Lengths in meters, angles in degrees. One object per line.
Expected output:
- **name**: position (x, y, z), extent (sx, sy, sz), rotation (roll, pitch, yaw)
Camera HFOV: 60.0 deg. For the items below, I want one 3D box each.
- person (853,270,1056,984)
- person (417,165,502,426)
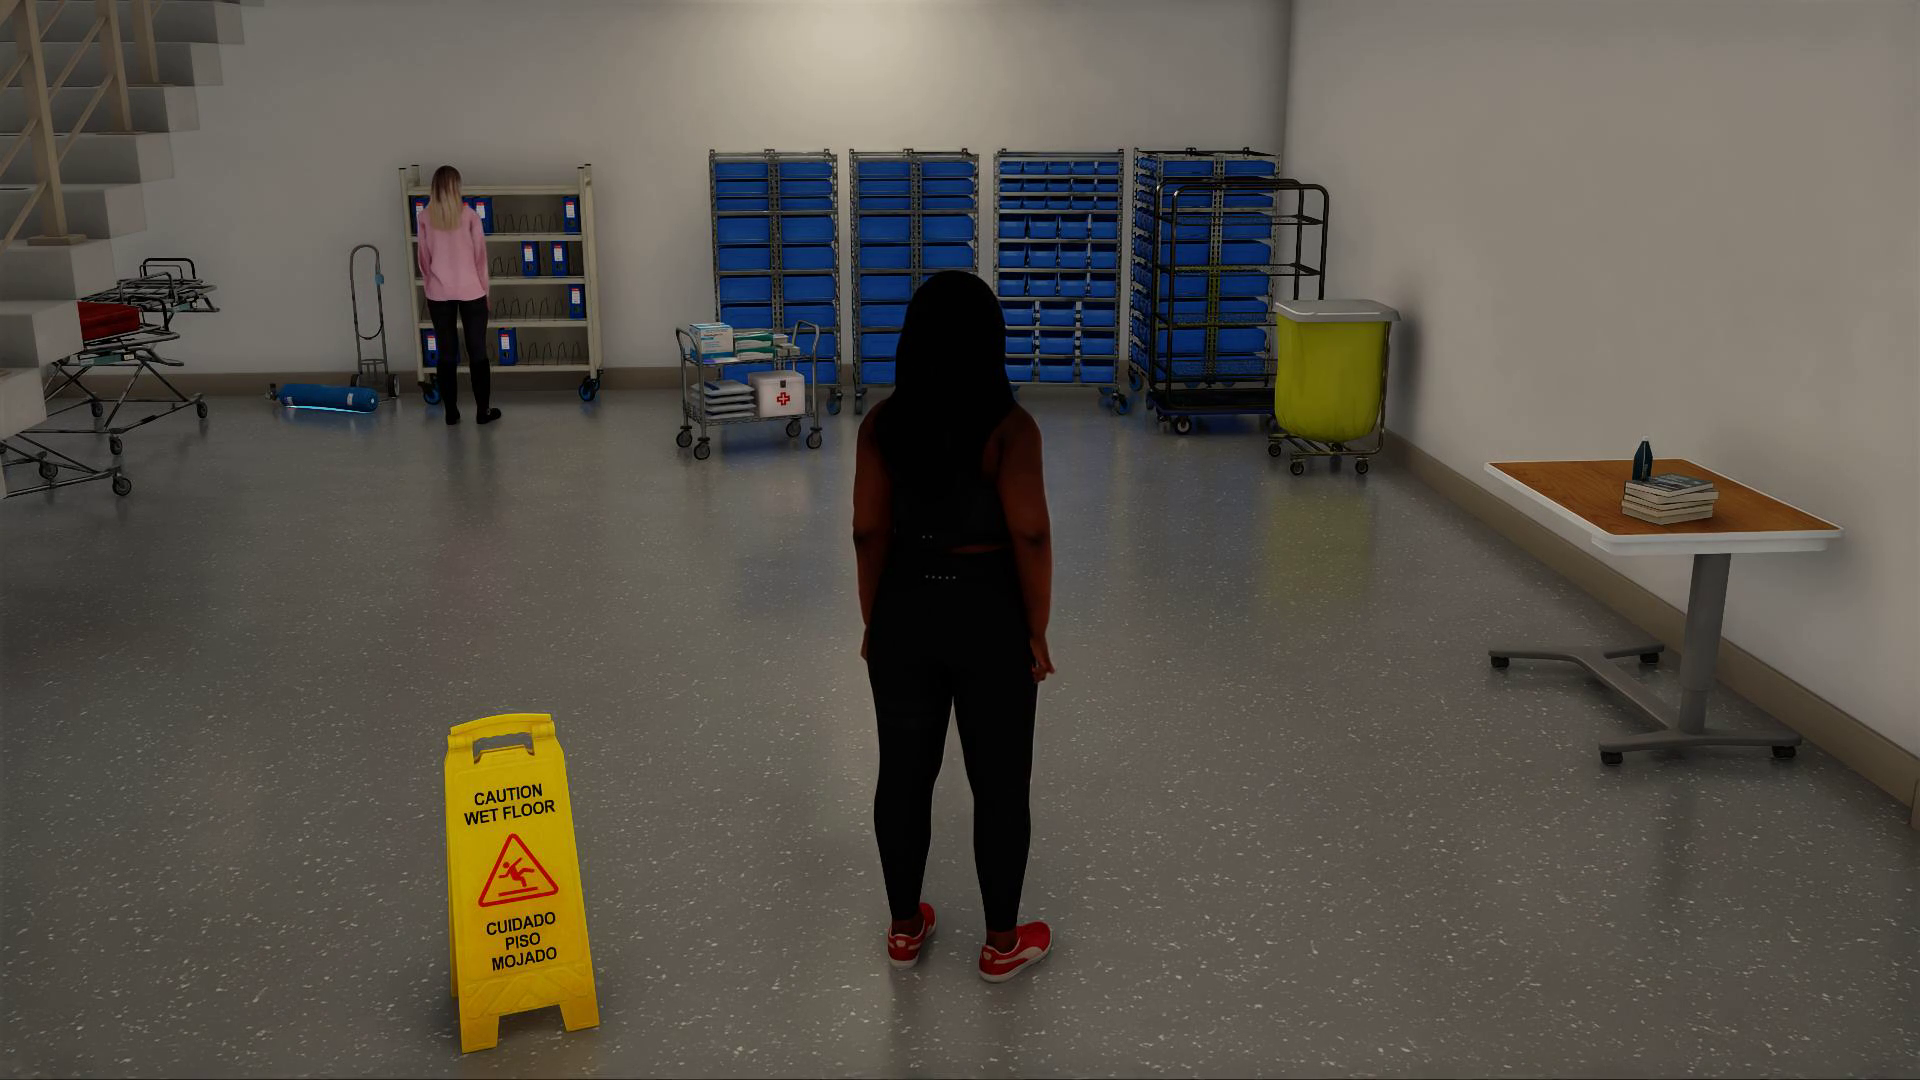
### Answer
- **person**: position (-0.020, 0.228, 4.199), extent (0.766, 1.815, 0.766), rotation (5, 17, 19)
- **person**: position (-3.318, -1.612, 10.958), extent (0.608, 1.687, 0.555), rotation (0, 16, 0)
